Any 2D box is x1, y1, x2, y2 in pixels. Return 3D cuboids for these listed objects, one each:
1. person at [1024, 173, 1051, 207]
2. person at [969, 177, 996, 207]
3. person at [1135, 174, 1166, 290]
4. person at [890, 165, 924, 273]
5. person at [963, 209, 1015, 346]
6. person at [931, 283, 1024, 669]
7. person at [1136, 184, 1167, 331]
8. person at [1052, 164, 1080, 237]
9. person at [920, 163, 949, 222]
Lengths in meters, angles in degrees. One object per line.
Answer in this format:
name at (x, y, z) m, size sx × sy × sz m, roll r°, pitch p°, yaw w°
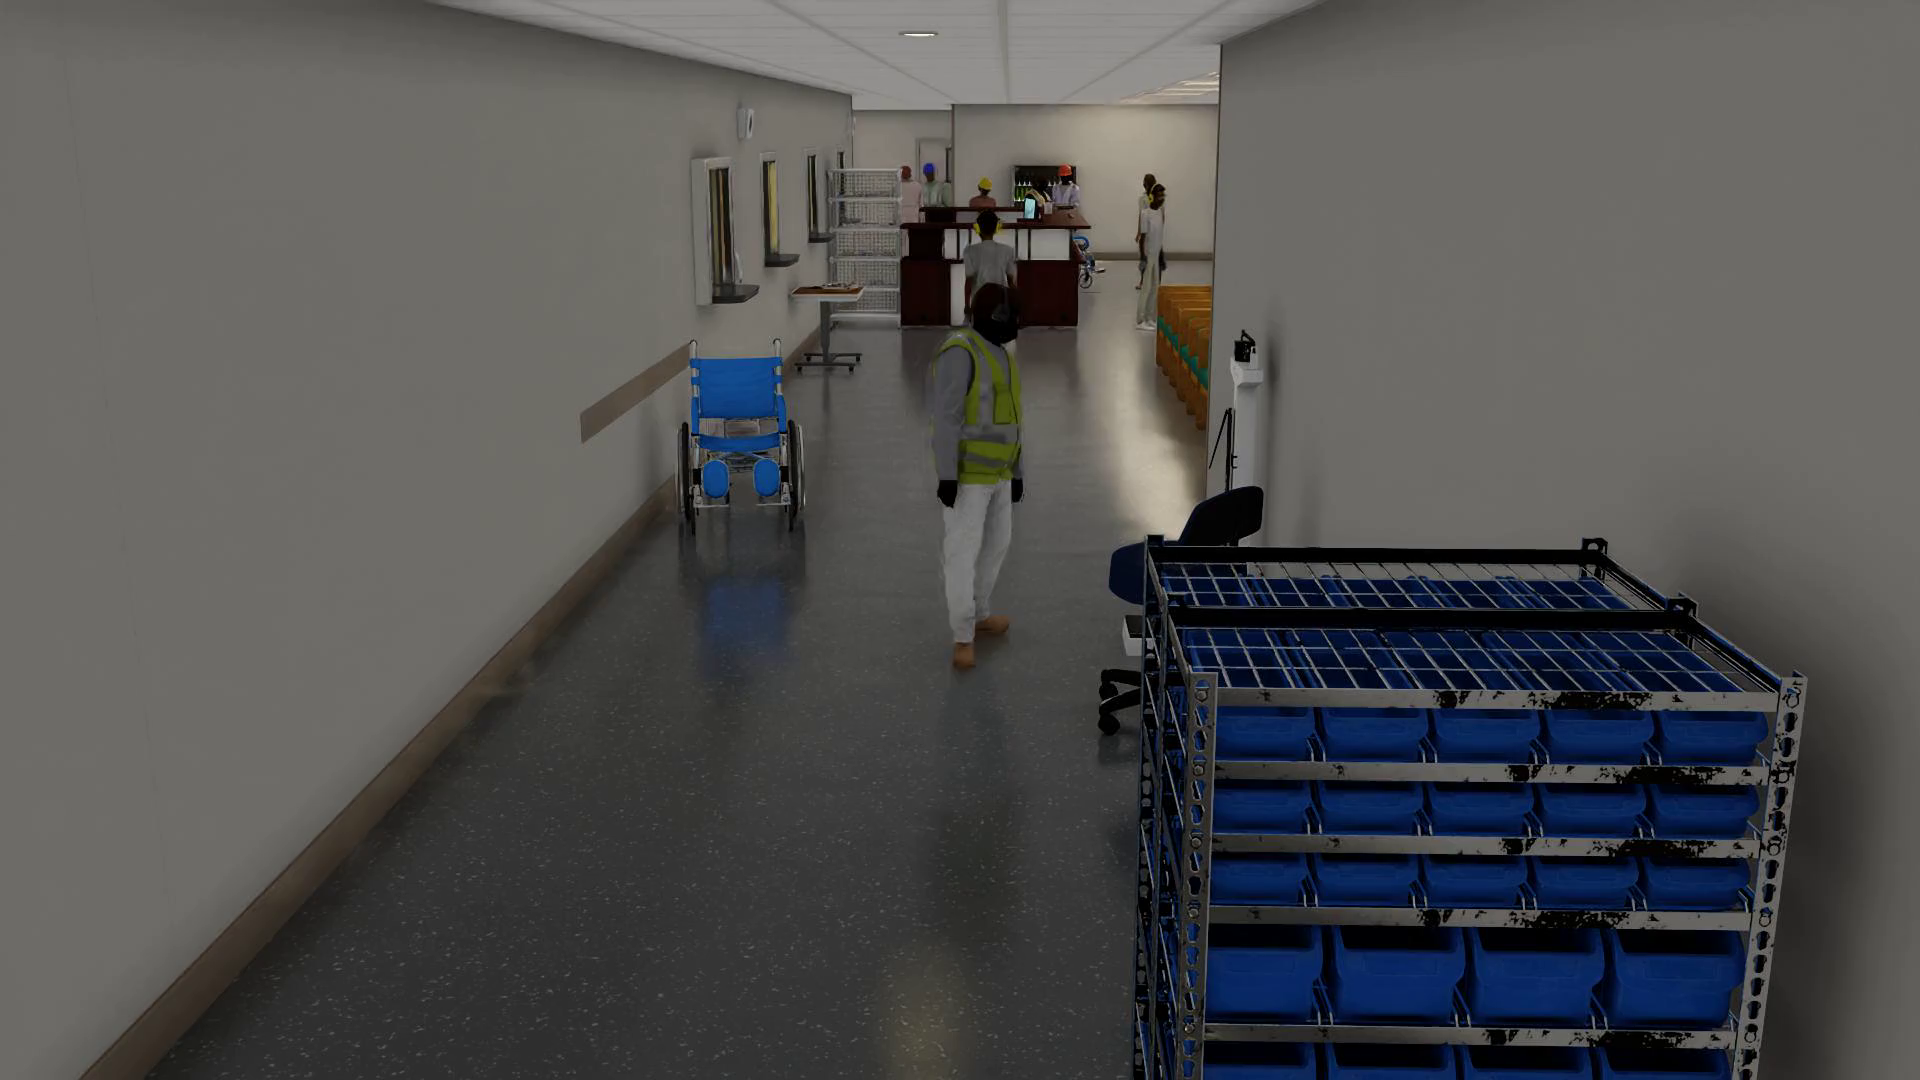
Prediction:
person at (1.282, -4.973, 26.823) m, size 0.429 × 1.844 × 0.627 m, roll 7°, pitch 16°, yaw 27°
person at (0.389, -5.092, 27.482) m, size 0.523 × 1.760 × 0.329 m, roll -8°, pitch 16°, yaw -30°
person at (3.043, -4.928, 26.641) m, size 0.505 × 1.839 × 0.344 m, roll -8°, pitch 16°, yaw -28°
person at (-0.962, -5.710, 29.674) m, size 0.636 × 1.911 × 0.405 m, roll -5°, pitch 15°, yaw -18°
person at (0.278, -2.114, 15.265) m, size 0.548 × 1.826 × 0.988 m, roll -4°, pitch 14°, yaw -15°
person at (0.094, -0.313, 8.000) m, size 0.431 × 1.810 × 0.695 m, roll 8°, pitch 16°, yaw 29°
person at (2.449, -3.604, 21.240) m, size 0.339 × 1.857 × 0.516 m, roll 8°, pitch 16°, yaw 29°
person at (1.862, -5.697, 29.583) m, size 0.545 × 1.929 × 0.390 m, roll 8°, pitch 16°, yaw 31°
person at (-0.488, -5.937, 30.598) m, size 0.678 × 1.933 × 0.408 m, roll 3°, pitch 14°, yaw 13°
